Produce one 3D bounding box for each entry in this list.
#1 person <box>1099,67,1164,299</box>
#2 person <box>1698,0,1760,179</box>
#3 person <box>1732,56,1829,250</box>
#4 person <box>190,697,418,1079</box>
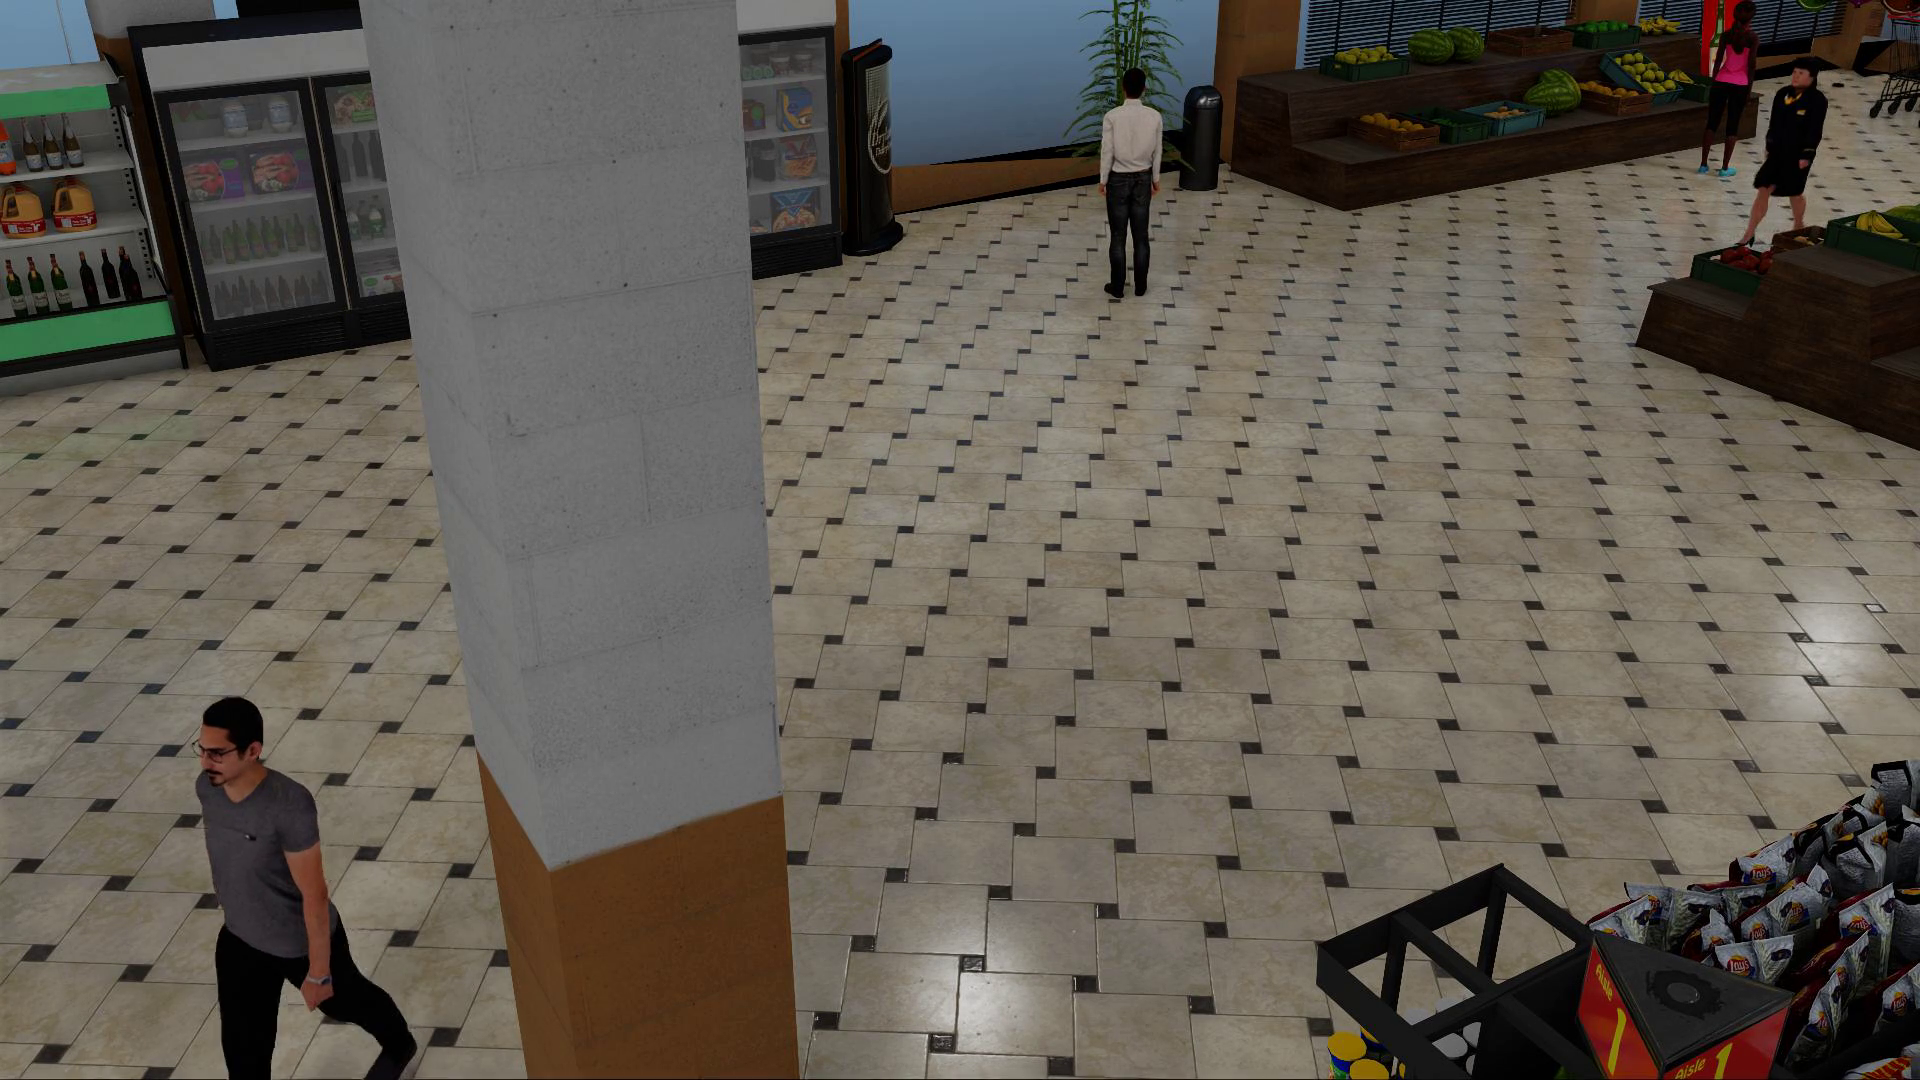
[{"bbox_3d":[1.354,-2.842,13.271,0.636,1.810,0.790,-3,27,-6],"label":"person"},{"bbox_3d":[7.729,-4.530,16.696,0.615,1.723,0.632,23,35,38],"label":"person"},{"bbox_3d":[7.238,-3.309,14.388,1.027,1.633,0.729,-13,30,-23],"label":"person"},{"bbox_3d":[-2.106,1.233,5.348,1.094,1.710,1.206,10,28,18],"label":"person"}]
